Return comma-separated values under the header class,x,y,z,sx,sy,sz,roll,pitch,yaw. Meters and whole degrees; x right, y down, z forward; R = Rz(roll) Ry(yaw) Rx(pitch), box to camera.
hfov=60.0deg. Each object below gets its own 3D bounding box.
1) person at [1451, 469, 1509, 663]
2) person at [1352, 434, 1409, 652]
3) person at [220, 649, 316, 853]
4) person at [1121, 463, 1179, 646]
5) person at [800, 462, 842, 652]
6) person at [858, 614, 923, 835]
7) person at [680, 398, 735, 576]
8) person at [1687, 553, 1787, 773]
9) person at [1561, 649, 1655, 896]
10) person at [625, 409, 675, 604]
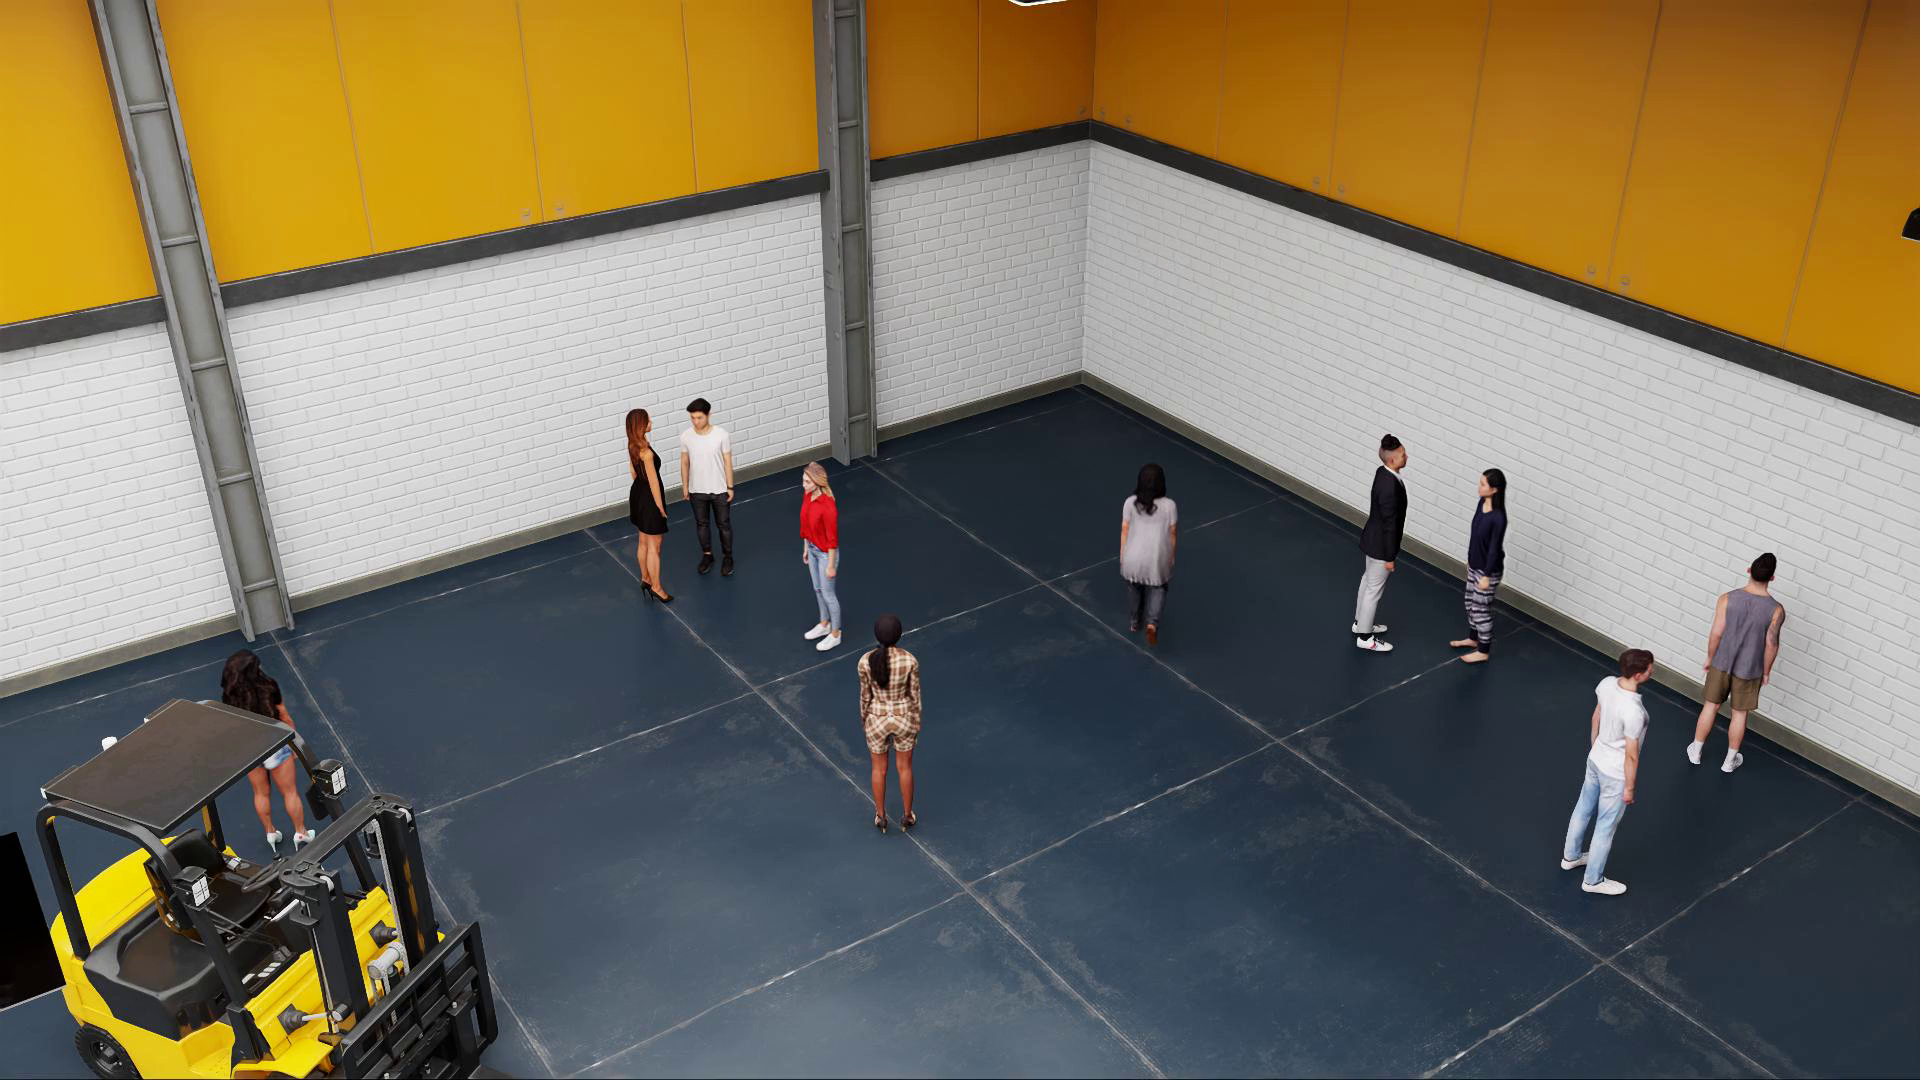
class,x,y,z,sx,sy,sz,roll,pitch,yaw
person,4.331,0.204,13.682,0.680,1.731,0.679,-4,29,-7
person,3.505,-0.011,13.848,0.835,1.950,0.792,3,29,5
person,-4.792,1.461,11.488,0.648,1.626,0.724,1,29,1
person,1.563,0.140,13.945,0.913,1.592,0.971,4,29,8
person,-1.147,0.114,13.874,0.505,1.705,0.605,-19,34,-31
person,-0.482,1.294,11.617,0.662,1.795,0.744,1,29,1
person,-2.256,-0.506,15.001,0.695,1.715,0.772,3,29,5
person,5.764,0.912,12.335,0.715,1.846,0.722,15,32,26
person,4.353,1.524,11.137,0.694,1.851,0.719,-5,29,-9
person,-2.720,-0.296,14.490,0.505,1.835,0.570,-19,34,-30
